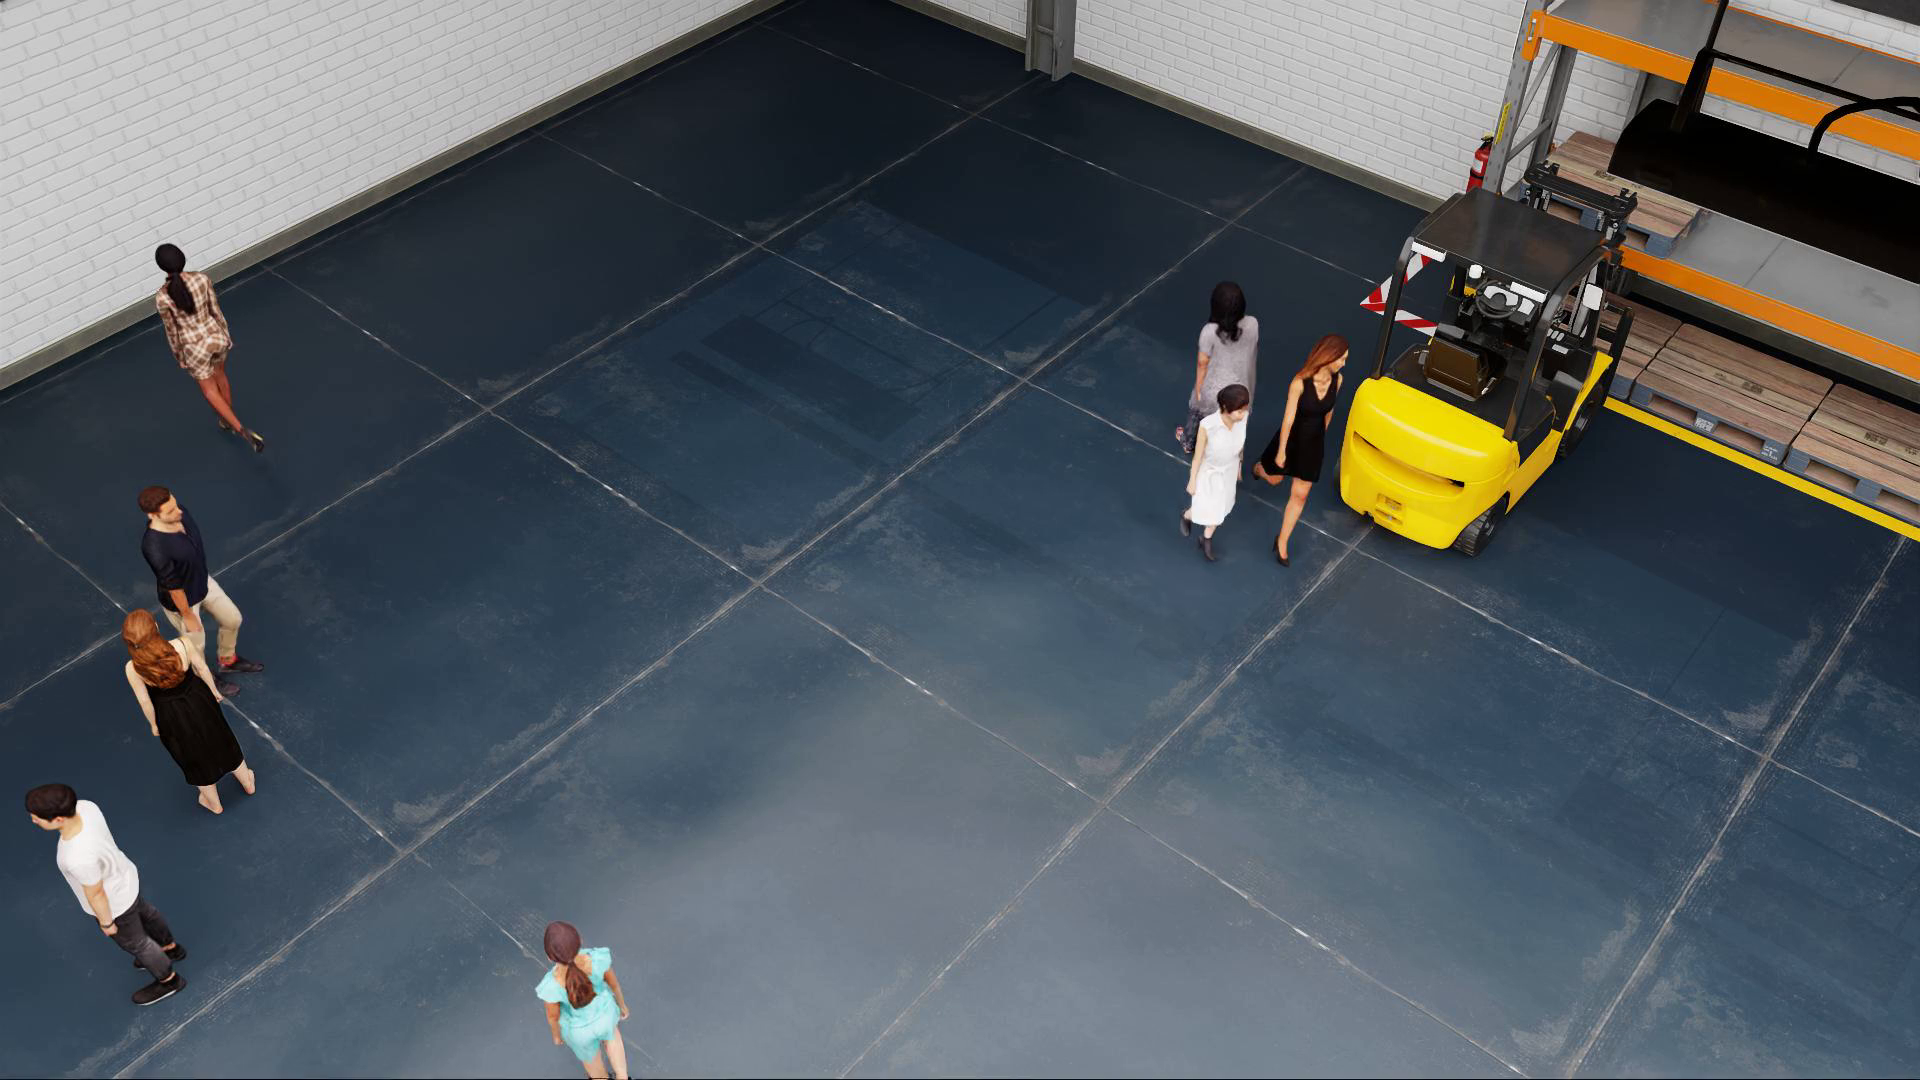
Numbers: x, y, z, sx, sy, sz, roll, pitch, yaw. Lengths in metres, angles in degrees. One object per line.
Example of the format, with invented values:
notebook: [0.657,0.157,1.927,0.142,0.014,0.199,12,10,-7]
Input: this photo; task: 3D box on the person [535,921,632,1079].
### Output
person: [-1.826,2.429,8.302,0.639,1.555,0.709,-25,49,-24]

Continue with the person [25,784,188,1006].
person: [-4.495,1.834,8.809,0.754,1.717,0.634,-15,46,-15]

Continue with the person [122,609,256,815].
person: [-4.542,1.005,9.745,0.602,1.625,0.591,-33,52,-30]

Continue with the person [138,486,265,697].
person: [-4.855,0.324,10.315,0.839,1.825,0.793,1,44,1]

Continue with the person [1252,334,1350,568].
person: [2.274,-0.682,11.394,0.979,1.794,1.135,-9,44,-9]

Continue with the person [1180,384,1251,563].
person: [1.705,-0.487,11.380,0.725,1.531,0.824,-21,47,-20]

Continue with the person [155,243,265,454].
person: [-5.466,-1.355,12.115,0.998,1.774,0.623,34,53,31]

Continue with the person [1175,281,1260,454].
person: [1.931,-1.088,11.977,0.910,1.578,0.999,-7,44,-8]
